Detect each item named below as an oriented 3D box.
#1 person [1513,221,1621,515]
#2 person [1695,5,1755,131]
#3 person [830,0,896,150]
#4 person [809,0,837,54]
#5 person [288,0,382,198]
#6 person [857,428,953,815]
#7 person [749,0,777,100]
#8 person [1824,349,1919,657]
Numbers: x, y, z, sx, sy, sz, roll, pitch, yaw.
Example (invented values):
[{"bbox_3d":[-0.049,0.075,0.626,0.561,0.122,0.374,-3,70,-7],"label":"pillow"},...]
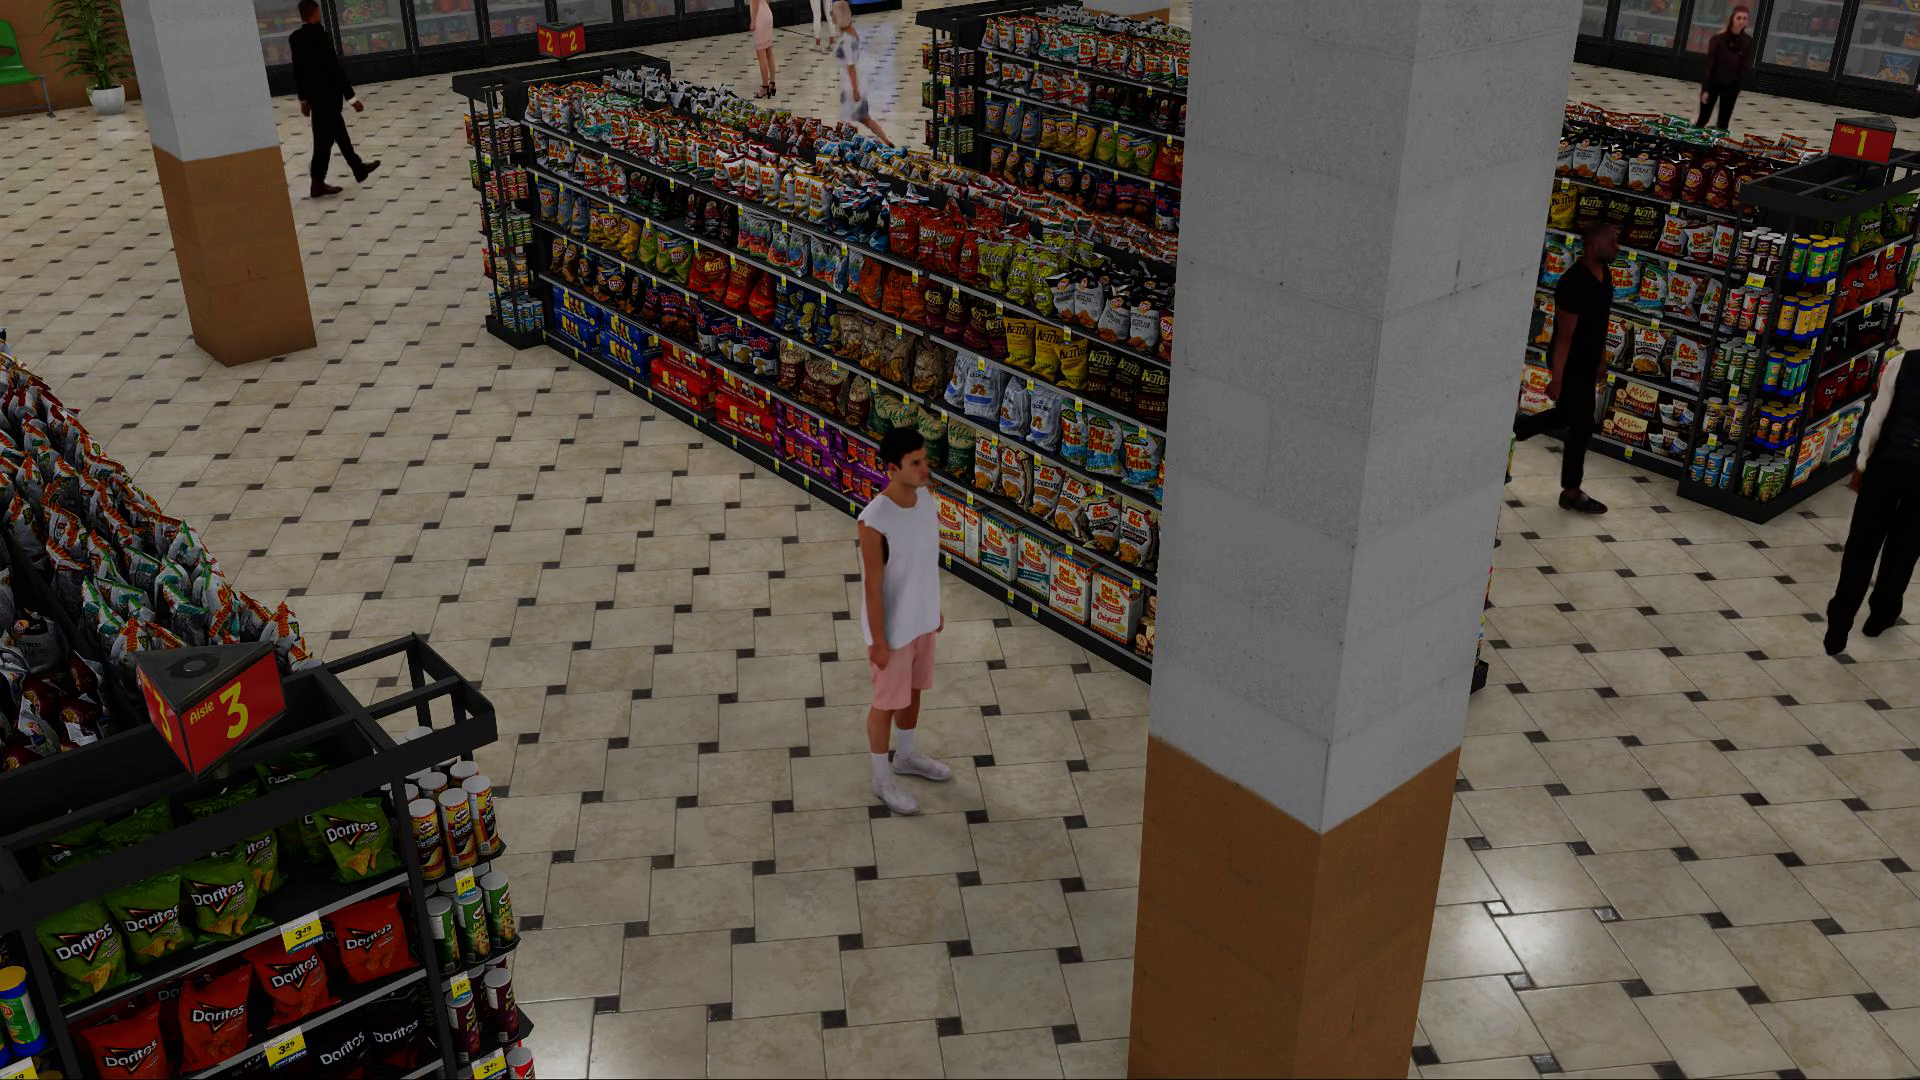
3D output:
[{"bbox_3d":[3.620,-1.056,10.034,1.153,1.798,0.844,19,33,33],"label":"person"},{"bbox_3d":[7.928,-4.717,17.400,1.118,1.666,1.116,5,27,9],"label":"person"},{"bbox_3d":[-1.029,-4.717,17.347,1.010,1.714,0.937,4,27,8],"label":"person"},{"bbox_3d":[-1.941,-7.723,23.288,0.667,1.703,0.611,-11,29,-21],"label":"person"},{"bbox_3d":[-6.331,-4.304,16.368,1.160,1.864,0.907,20,33,33],"label":"person"},{"bbox_3d":[-0.266,0.332,7.309,0.681,1.789,0.706,16,31,28],"label":"person"},{"bbox_3d":[-2.438,-6.396,20.530,0.650,1.830,0.643,10,28,19],"label":"person"},{"bbox_3d":[4.743,-0.277,8.391,1.095,1.896,0.885,21,34,35],"label":"person"}]
